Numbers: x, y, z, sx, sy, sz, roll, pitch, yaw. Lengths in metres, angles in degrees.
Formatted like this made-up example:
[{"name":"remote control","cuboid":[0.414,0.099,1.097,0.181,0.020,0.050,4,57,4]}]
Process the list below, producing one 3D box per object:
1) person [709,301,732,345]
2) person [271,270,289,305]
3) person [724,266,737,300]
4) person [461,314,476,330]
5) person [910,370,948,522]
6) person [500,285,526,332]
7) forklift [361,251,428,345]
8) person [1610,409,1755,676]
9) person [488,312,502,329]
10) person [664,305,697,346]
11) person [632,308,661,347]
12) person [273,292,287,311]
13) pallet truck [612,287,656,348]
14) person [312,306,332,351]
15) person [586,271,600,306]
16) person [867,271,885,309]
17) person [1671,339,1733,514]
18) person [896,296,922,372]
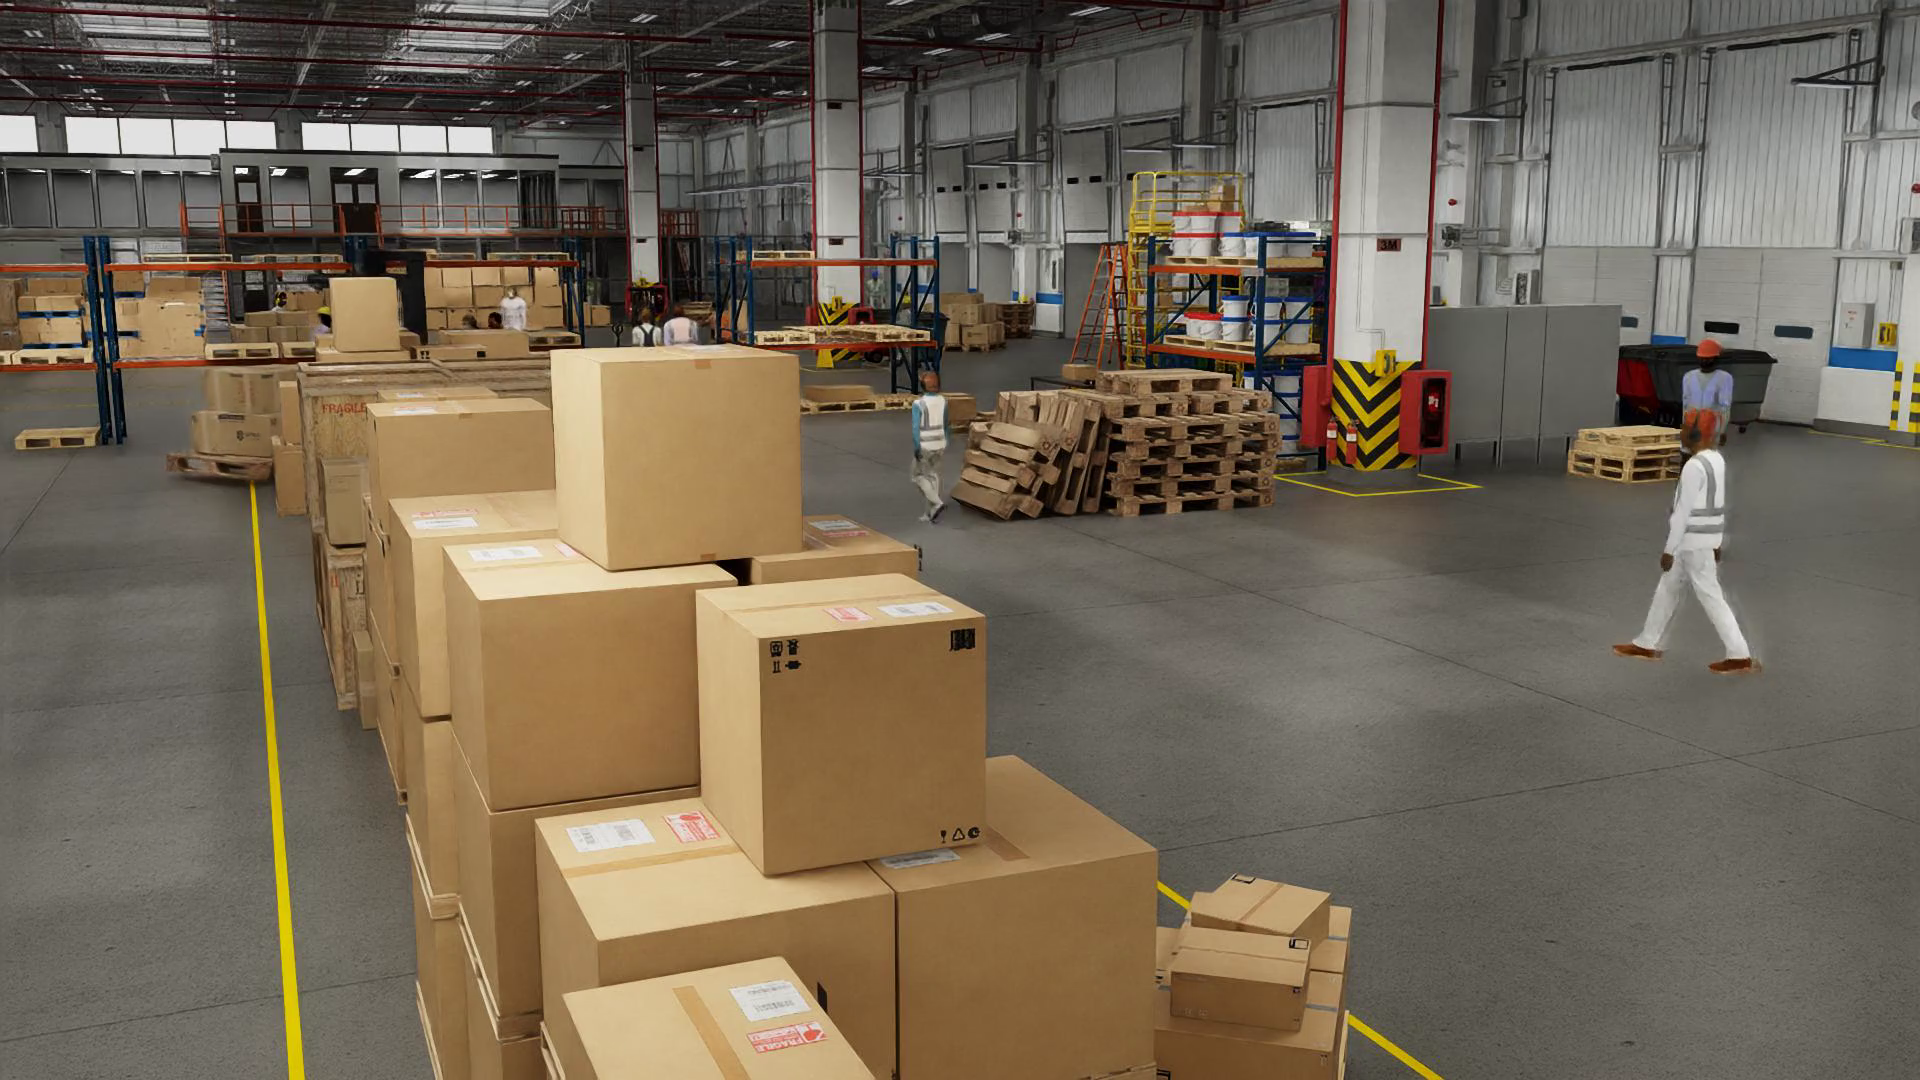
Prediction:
[{"name":"person","cuboid":[-5.154,-4.382,36.207,0.566,1.665,0.703,-6,12,-29]},{"name":"person","cuboid":[-22.965,-8.152,56.253,0.562,1.923,0.421,-6,12,-30]},{"name":"person","cuboid":[-10.440,-11.723,75.808,0.621,1.973,0.783,-7,12,-32]},{"name":"person","cuboid":[-7.021,-2.315,24.086,0.641,1.924,0.615,6,12,30]},{"name":"person","cuboid":[-0.293,-0.969,17.483,0.520,1.626,0.438,-9,14,-41]},{"name":"person","cuboid":[-10.412,-4.996,38.854,0.647,1.927,0.559,3,11,14]},{"name":"forklift","cuboid":[-7.665,-2.557,22.776,1.129,2.768,1.873,6,12,29]},{"name":"person","cuboid":[5.104,0.010,11.525,0.976,1.838,0.593,7,13,36]},{"name":"person","cuboid":[-7.045,-2.592,25.747,0.608,1.885,0.948,8,13,39]},{"name":"person","cuboid":[-5.074,-3.366,30.263,0.626,1.786,0.989,-3,11,-18]},{"name":"person","cuboid":[-5.321,-3.038,28.329,0.514,1.827,0.418,-4,11,-23]},{"name":"person","cuboid":[-14.511,-4.376,35.633,0.328,1.861,0.502,1,10,3]},{"name":"pallet truck","cuboid":[-6.464,-4.406,35.401,0.823,1.965,1.885,6,12,32]},{"name":"person","cuboid":[-10.495,-2.917,27.520,0.482,1.882,0.639,-7,12,-32]},{"name":"person","cuboid":[-13.665,-9.070,61.671,0.639,1.786,0.984,5,11,24]},{"name":"person","cuboid":[-2.900,-8.342,57.430,0.609,1.898,1.038,0,10,1]},{"name":"person","cuboid":[8.016,-1.203,17.983,0.559,1.907,0.799,8,13,39]},{"name":"person","cuboid":[-1.207,-4.618,37.356,0.784,1.720,0.487,-6,12,-29]}]
